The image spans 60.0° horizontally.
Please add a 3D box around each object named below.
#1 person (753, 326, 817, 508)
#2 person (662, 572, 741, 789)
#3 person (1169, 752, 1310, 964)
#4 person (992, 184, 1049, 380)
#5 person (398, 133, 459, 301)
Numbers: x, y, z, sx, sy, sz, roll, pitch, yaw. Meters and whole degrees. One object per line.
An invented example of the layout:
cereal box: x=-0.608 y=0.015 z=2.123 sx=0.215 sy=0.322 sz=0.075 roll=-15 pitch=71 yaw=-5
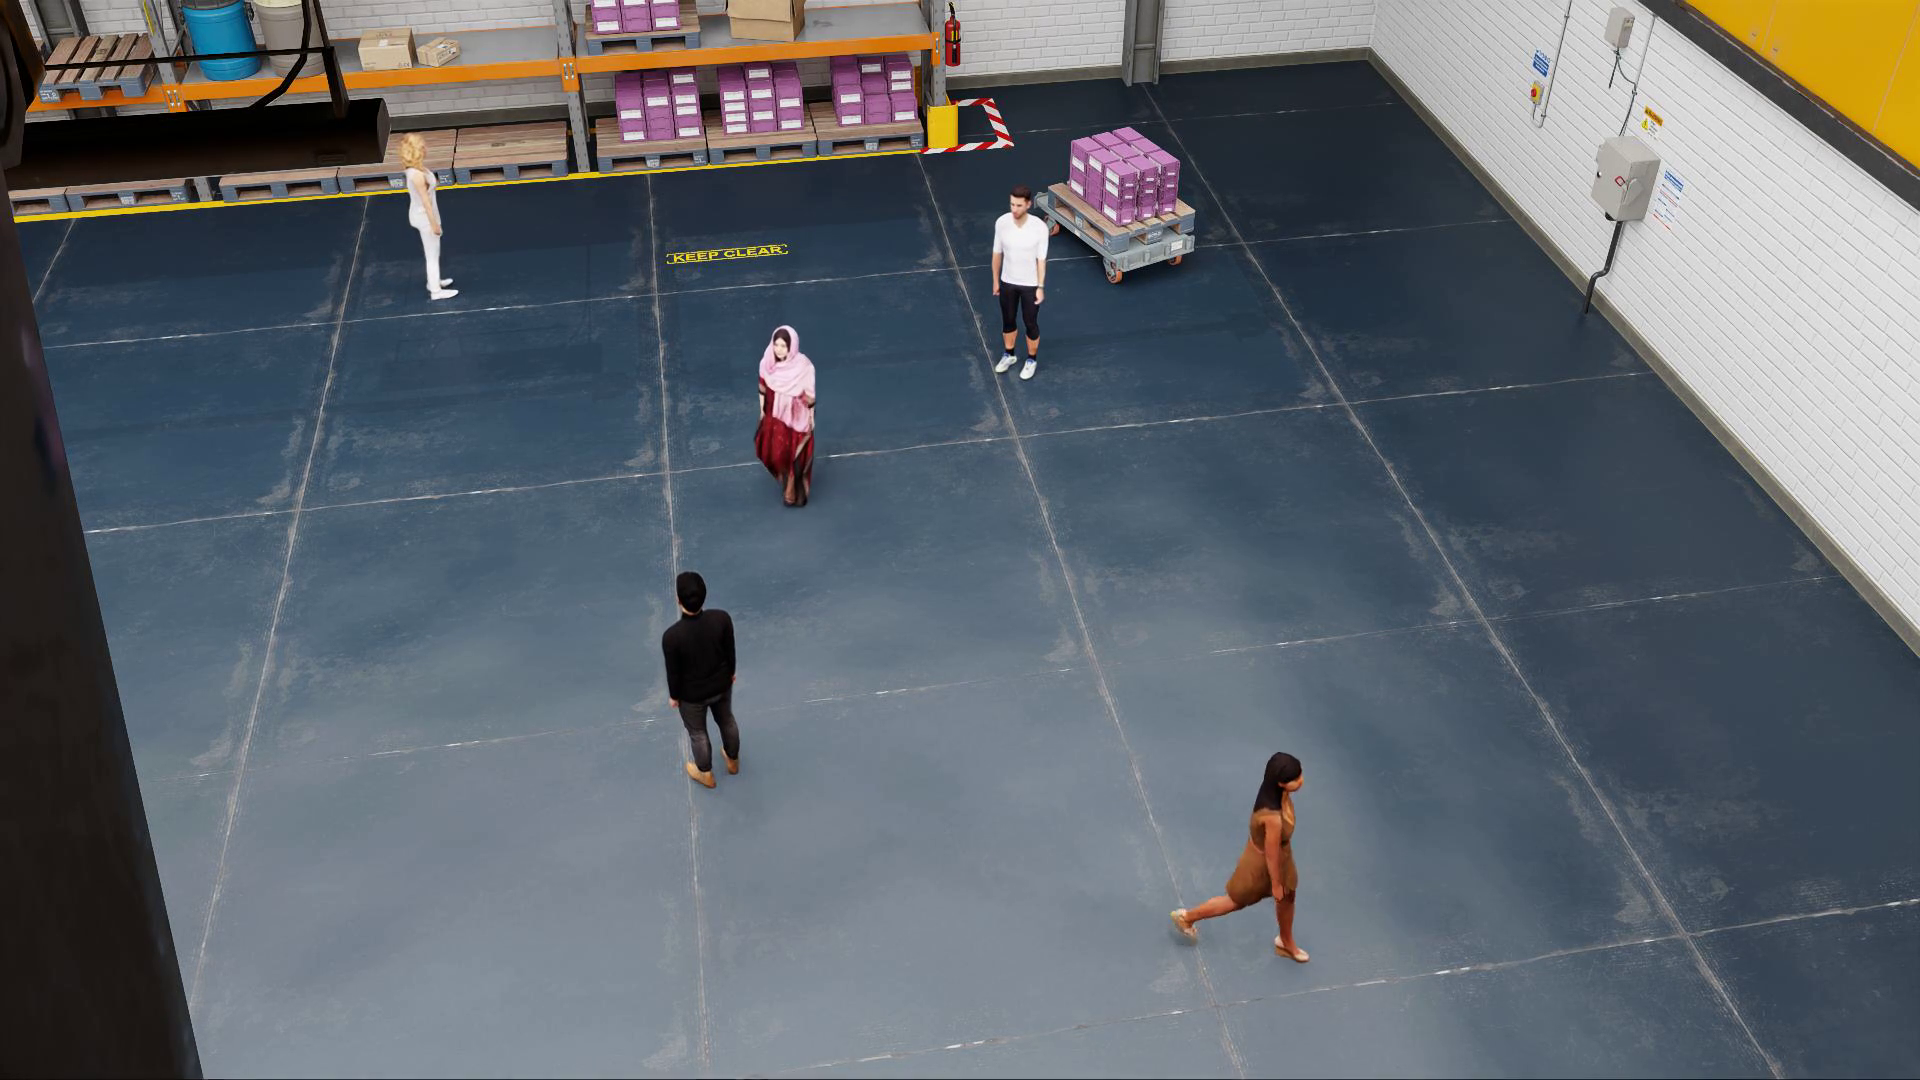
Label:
person: x=-1.359 y=-1.042 z=13.302 sx=0.763 sy=1.639 sz=0.865 roll=9 pitch=40 yaw=11
person: x=-1.665 y=0.911 z=10.791 sx=0.627 sy=1.722 sz=0.780 roll=-22 pitch=44 yaw=-25
person: x=1.673 y=1.866 z=9.649 sx=1.150 sy=1.656 sz=0.915 roll=13 pitch=40 yaw=15
person: x=0.543 y=-2.304 z=14.717 sx=0.682 sy=1.848 sz=0.798 roll=13 pitch=40 yaw=16
person: x=-5.108 y=-3.083 z=15.834 sx=0.616 sy=1.670 sz=0.637 roll=-16 pitch=41 yaw=-19
